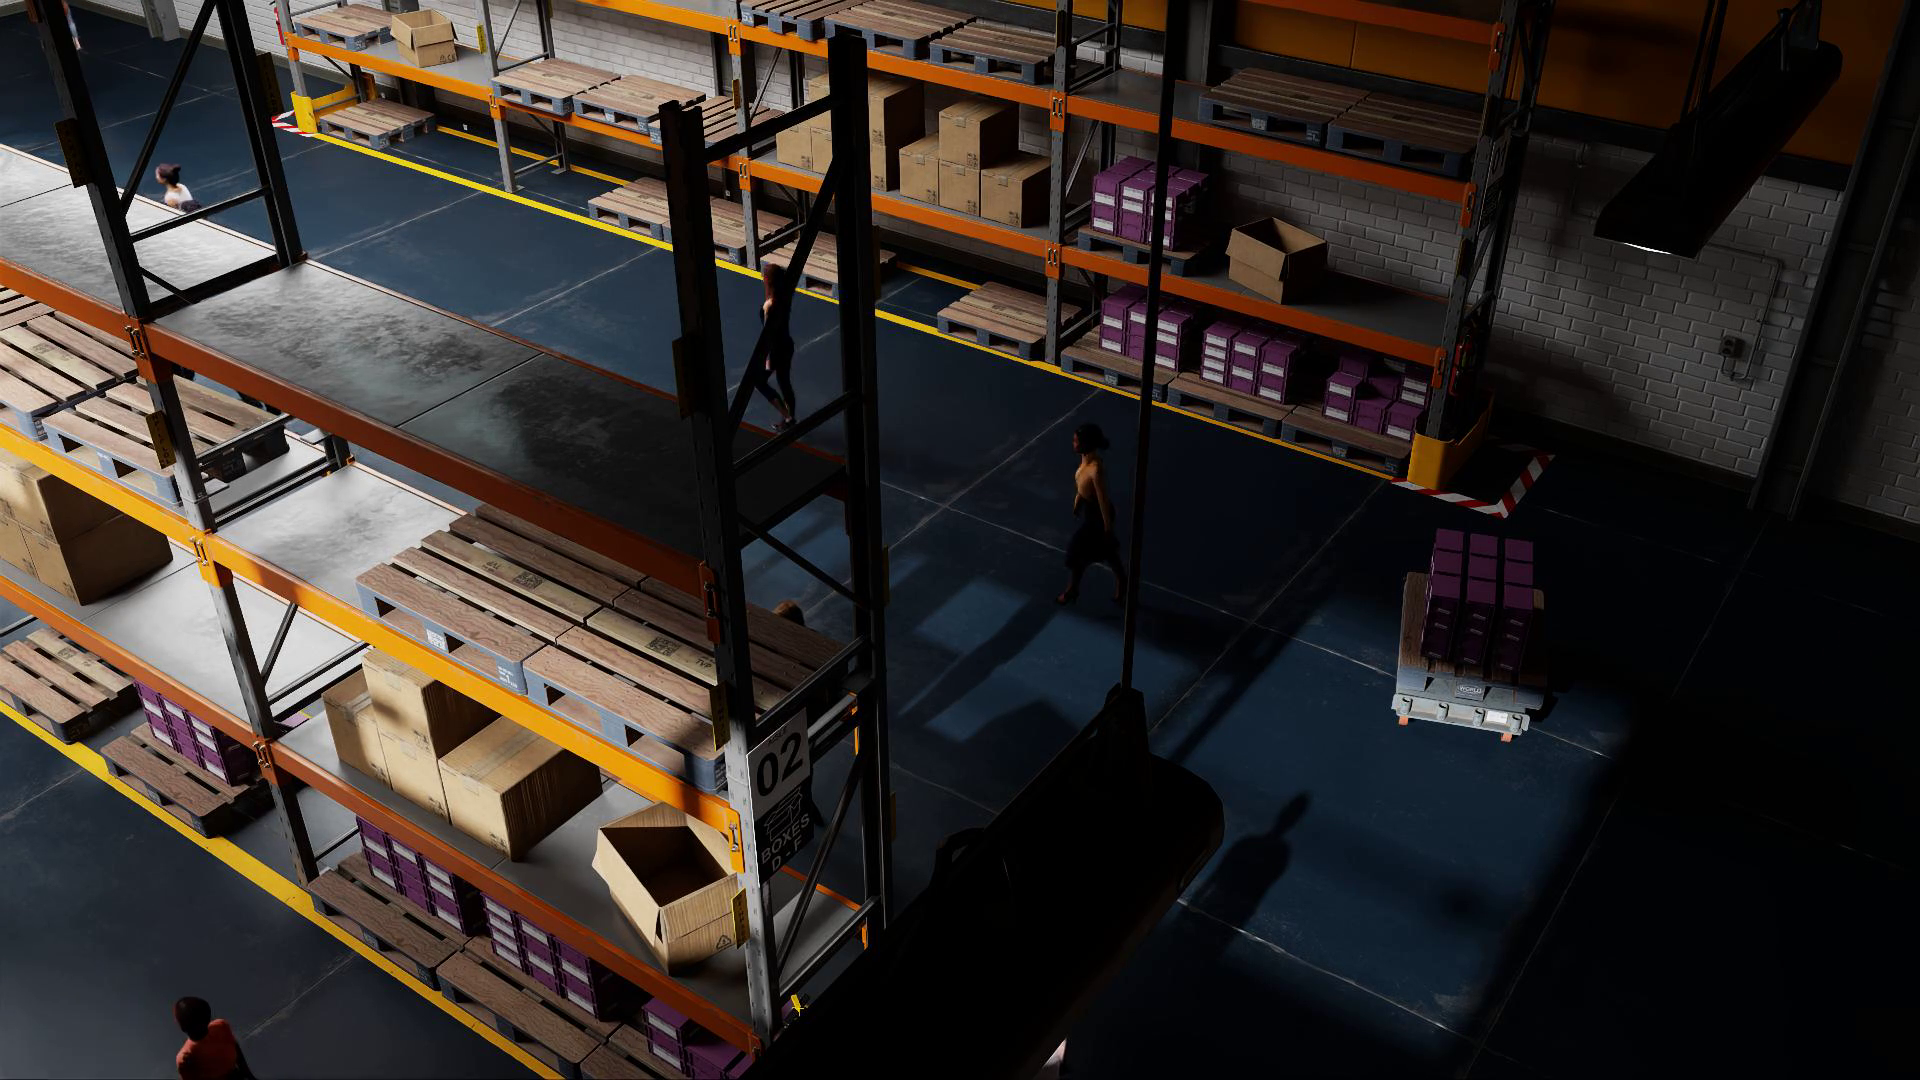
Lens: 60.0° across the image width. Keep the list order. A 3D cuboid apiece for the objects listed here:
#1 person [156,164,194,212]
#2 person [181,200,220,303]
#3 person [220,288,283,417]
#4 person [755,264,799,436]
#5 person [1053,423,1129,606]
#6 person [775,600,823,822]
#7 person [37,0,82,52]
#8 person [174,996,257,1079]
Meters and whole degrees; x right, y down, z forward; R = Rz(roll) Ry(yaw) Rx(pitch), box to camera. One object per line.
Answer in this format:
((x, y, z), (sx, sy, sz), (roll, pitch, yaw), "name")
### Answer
((-8.134, -3.234, 17.652), (0.706, 1.598, 0.679), (2, 34, 2), "person")
((-7.364, -2.521, 16.508), (1.228, 1.677, 0.954), (4, 34, 6), "person")
((-6.512, -1.685, 15.131), (0.649, 1.809, 0.710), (9, 35, 14), "person")
((-1.598, -1.703, 15.244), (0.676, 1.715, 0.643), (14, 36, 20), "person")
((1.151, -0.156, 13.004), (0.982, 1.617, 0.884), (-5, 34, -8), "person")
((-1.075, 1.150, 10.836), (0.685, 1.842, 0.667), (-20, 38, -27), "person")
((-12.425, -6.861, 23.048), (1.101, 1.665, 0.681), (25, 41, 32), "person")
((-3.829, 2.904, 8.705), (0.909, 1.280, 0.594), (15, 37, 22), "person")
